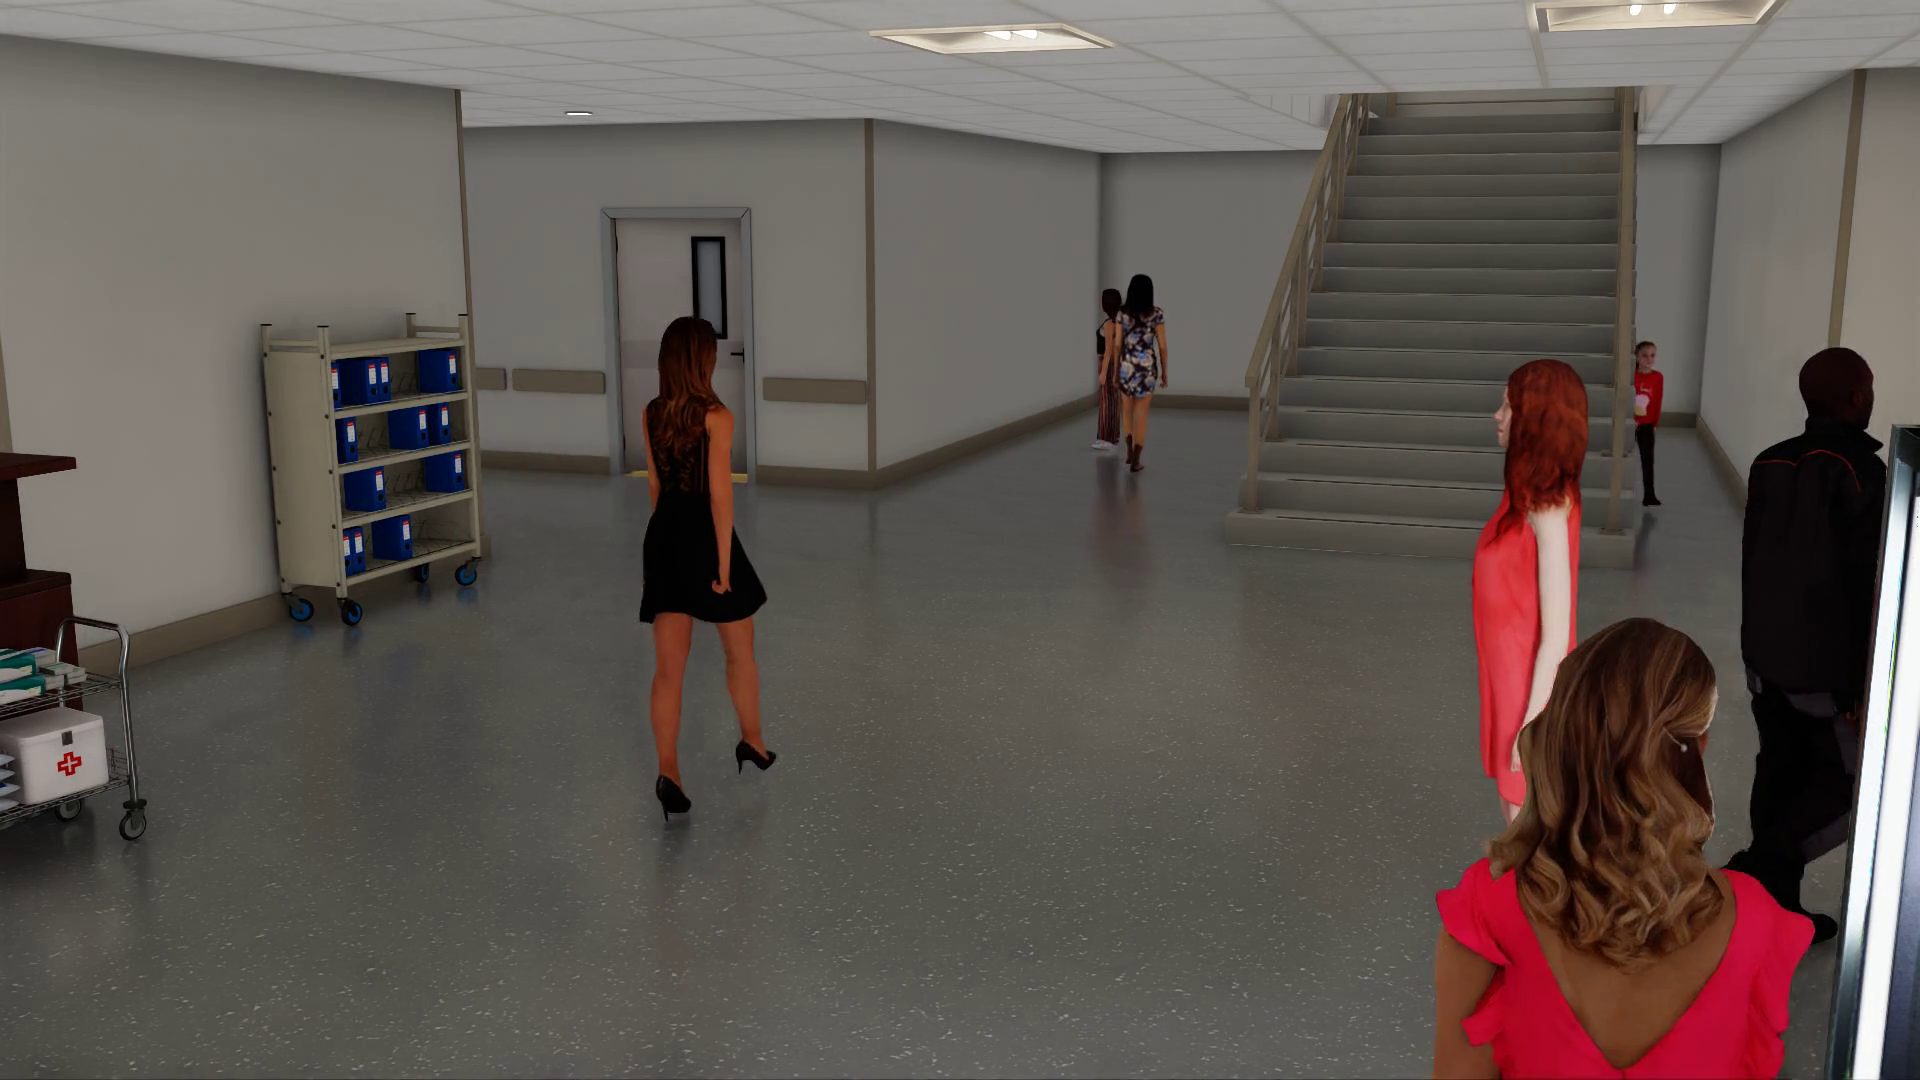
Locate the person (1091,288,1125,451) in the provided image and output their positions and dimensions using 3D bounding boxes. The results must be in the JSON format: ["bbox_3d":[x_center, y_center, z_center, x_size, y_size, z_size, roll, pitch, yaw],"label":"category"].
[{"bbox_3d":[1.457,-1.666,16.162,0.625,1.562,0.482,3,11,14],"label":"person"}]

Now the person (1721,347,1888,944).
[{"bbox_3d":[2.402,0.353,4.842,0.995,1.815,0.946,-3,11,-16],"label":"person"}]

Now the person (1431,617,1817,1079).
[{"bbox_3d":[0.734,0.972,1.923,0.580,1.688,1.035,3,11,16],"label":"person"}]

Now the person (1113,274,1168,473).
[{"bbox_3d":[1.540,-1.446,14.575,0.621,1.722,0.611,3,11,17],"label":"person"}]

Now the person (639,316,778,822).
[{"bbox_3d":[-1.032,0.131,6.027,0.623,1.811,0.924,4,12,22],"label":"person"}]

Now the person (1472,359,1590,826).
[{"bbox_3d":[1.505,0.437,4.373,0.669,1.827,0.476,3,11,14],"label":"person"}]
